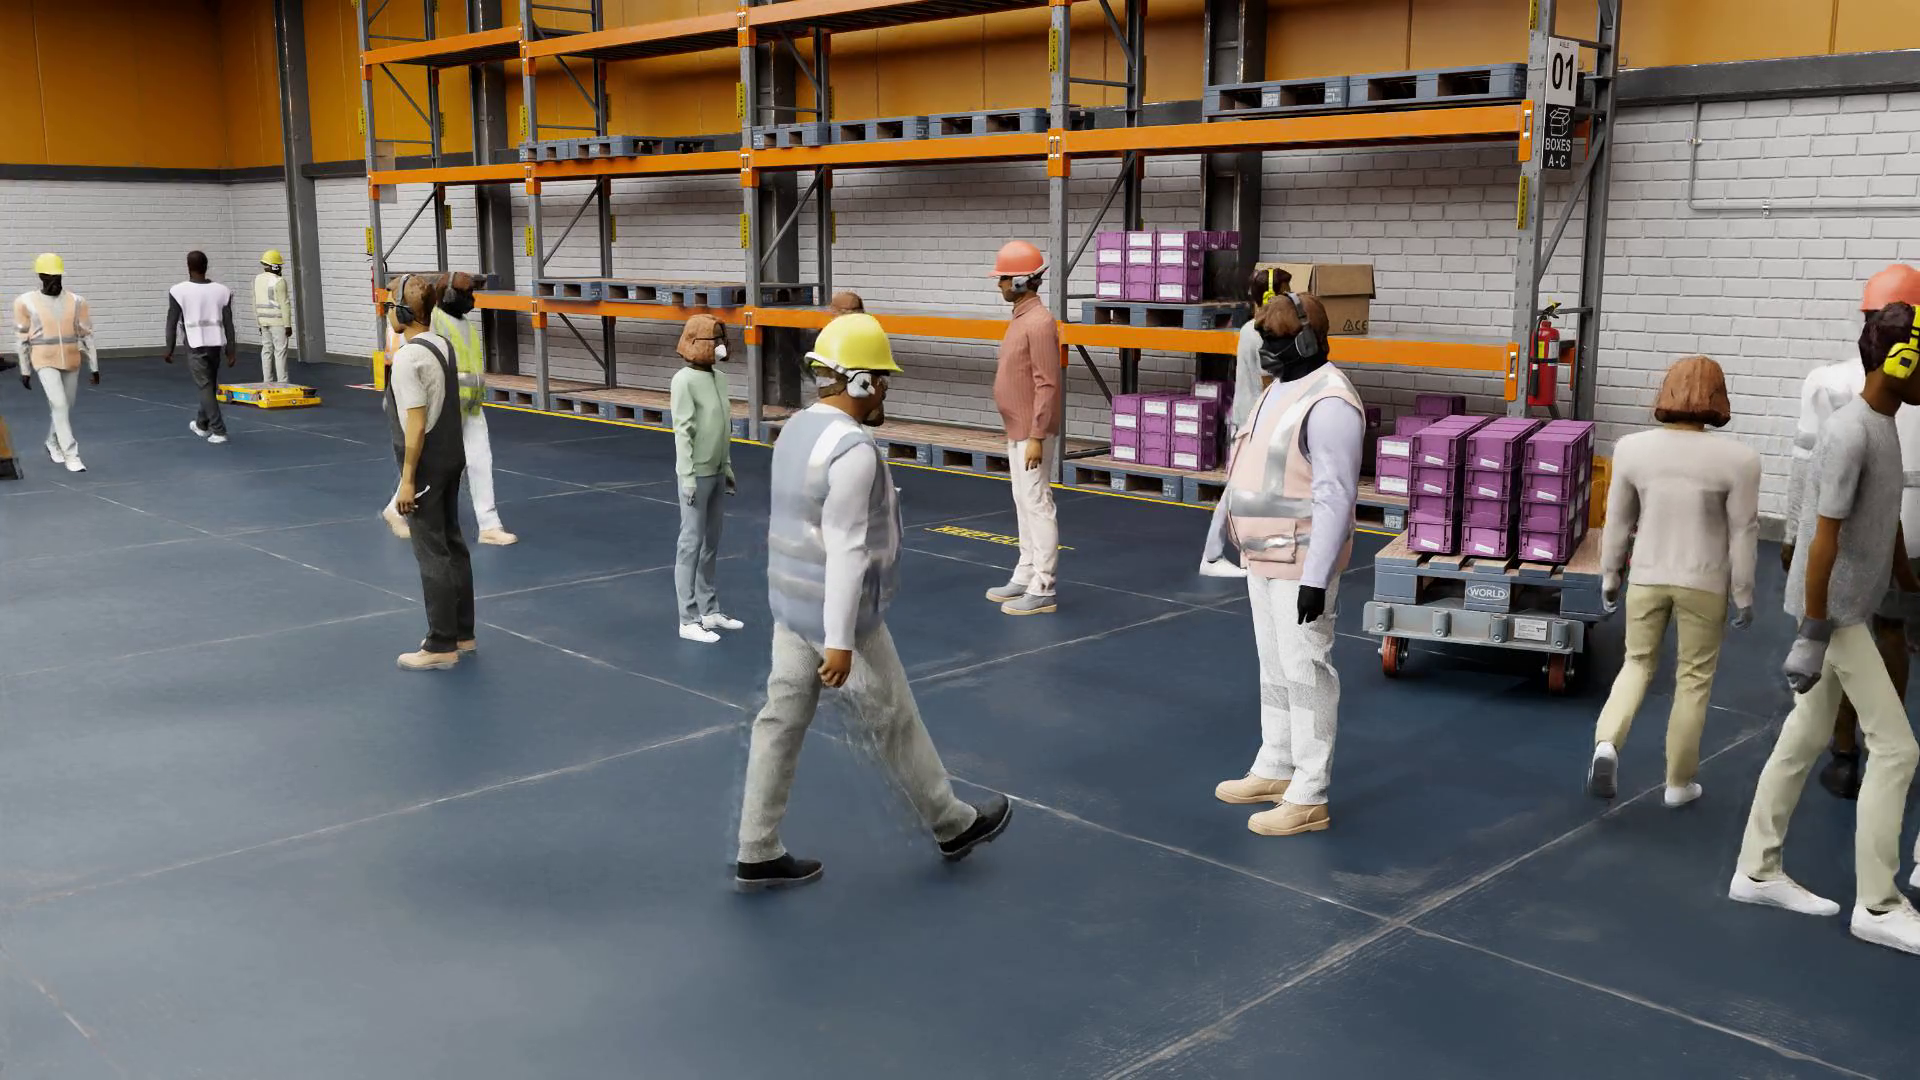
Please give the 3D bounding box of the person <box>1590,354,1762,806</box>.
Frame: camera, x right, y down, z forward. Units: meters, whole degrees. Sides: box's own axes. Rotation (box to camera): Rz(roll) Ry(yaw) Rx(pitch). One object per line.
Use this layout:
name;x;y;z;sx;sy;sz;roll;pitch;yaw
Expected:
person;2.475;0.169;5.785;0.510;1.621;0.520;9;14;41

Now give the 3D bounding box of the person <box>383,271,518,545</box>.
person;-3.395;-0.866;10.936;0.935;1.802;0.625;4;11;22

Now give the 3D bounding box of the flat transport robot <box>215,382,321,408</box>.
flat transport robot;-8.302;-1.751;19.919;1.431;0.197;0.652;10;14;43

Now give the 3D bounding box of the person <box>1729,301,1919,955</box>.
person;2.656;0.246;4.780;0.758;1.833;0.507;6;12;28

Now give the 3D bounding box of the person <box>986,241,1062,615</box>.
person;0.349;-0.595;8.922;0.392;1.991;0.612;-2;11;-10

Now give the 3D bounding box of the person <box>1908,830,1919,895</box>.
person;3.272;0.321;5.039;0.896;1.587;0.514;-6;12;-28

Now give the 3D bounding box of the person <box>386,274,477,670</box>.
person;-2.489;-0.312;7.780;0.327;1.843;0.516;1;10;6

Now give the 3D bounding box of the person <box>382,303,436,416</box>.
person;-3.885;-0.975;11.871;0.558;1.667;0.408;6;12;31

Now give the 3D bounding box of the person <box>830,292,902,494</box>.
person;-0.835;-1.068;12.588;0.861;1.588;0.500;9;14;41

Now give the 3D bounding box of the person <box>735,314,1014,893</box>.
person;-0.305;0.197;5.184;0.931;1.774;0.595;-6;12;-29

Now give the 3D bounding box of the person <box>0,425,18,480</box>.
person;-8.226;-1.386;13.506;0.912;1.891;0.597;-4;11;-19

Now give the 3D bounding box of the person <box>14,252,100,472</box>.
person;-7.891;-1.561;14.509;0.982;1.884;0.600;9;14;40

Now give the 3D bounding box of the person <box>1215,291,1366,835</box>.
person;1.119;0.079;5.675;0.429;1.838;0.622;-2;11;-8

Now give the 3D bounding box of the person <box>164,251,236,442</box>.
person;-7.516;-1.912;16.456;1.006;1.866;0.593;9;13;39

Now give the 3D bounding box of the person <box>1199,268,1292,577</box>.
person;1.860;-0.658;9.738;0.947;1.812;0.542;1;10;7

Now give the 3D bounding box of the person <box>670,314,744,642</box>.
person;-1.277;-0.317;8.381;0.278;1.634;0.499;3;11;17

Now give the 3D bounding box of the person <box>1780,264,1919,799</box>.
person;3.289;-0.026;6.028;0.546;1.919;0.514;3;11;15

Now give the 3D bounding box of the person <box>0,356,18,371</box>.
person;-14.459;-3.418;24.551;0.575;1.900;0.902;7;12;33

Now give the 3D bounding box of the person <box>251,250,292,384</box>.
person;-8.777;-2.790;21.326;0.596;1.831;0.403;6;12;29
